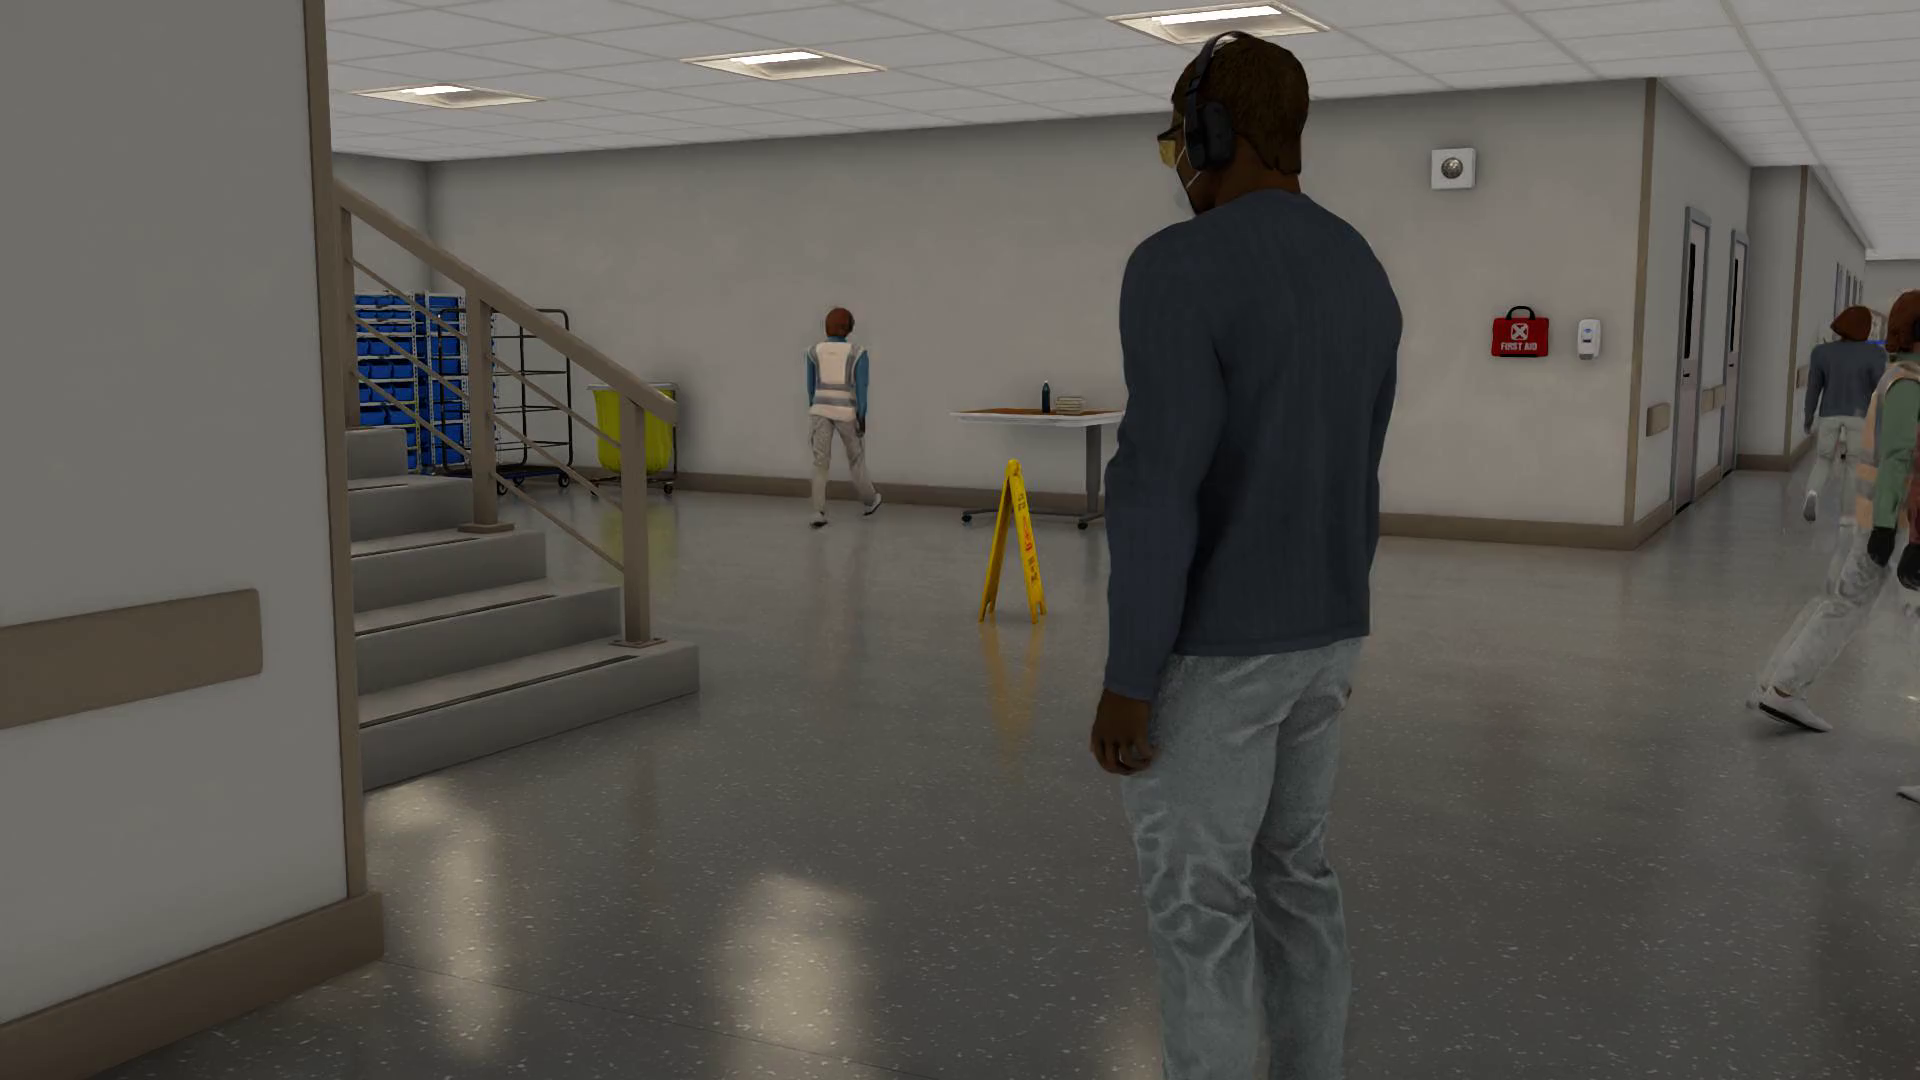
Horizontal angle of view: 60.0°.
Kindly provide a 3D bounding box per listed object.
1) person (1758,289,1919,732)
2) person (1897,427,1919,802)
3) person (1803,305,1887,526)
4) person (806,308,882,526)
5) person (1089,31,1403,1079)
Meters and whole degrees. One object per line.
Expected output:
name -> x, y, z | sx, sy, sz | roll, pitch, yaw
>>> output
person -> 3.276, -0.073, 5.805 | 0.862, 1.595, 0.526 | 4, 8, 28
person -> 3.099, 0.018, 4.983 | 0.546, 1.634, 0.314 | -1, 7, -8
person -> 6.358, -0.880, 11.969 | 0.515, 1.612, 0.567 | 7, 10, 41
person -> -0.886, -0.917, 12.342 | 0.522, 1.581, 0.897 | 2, 8, 15
person -> 0.450, 0.177, 2.641 | 0.384, 1.928, 0.636 | 7, 10, 43
